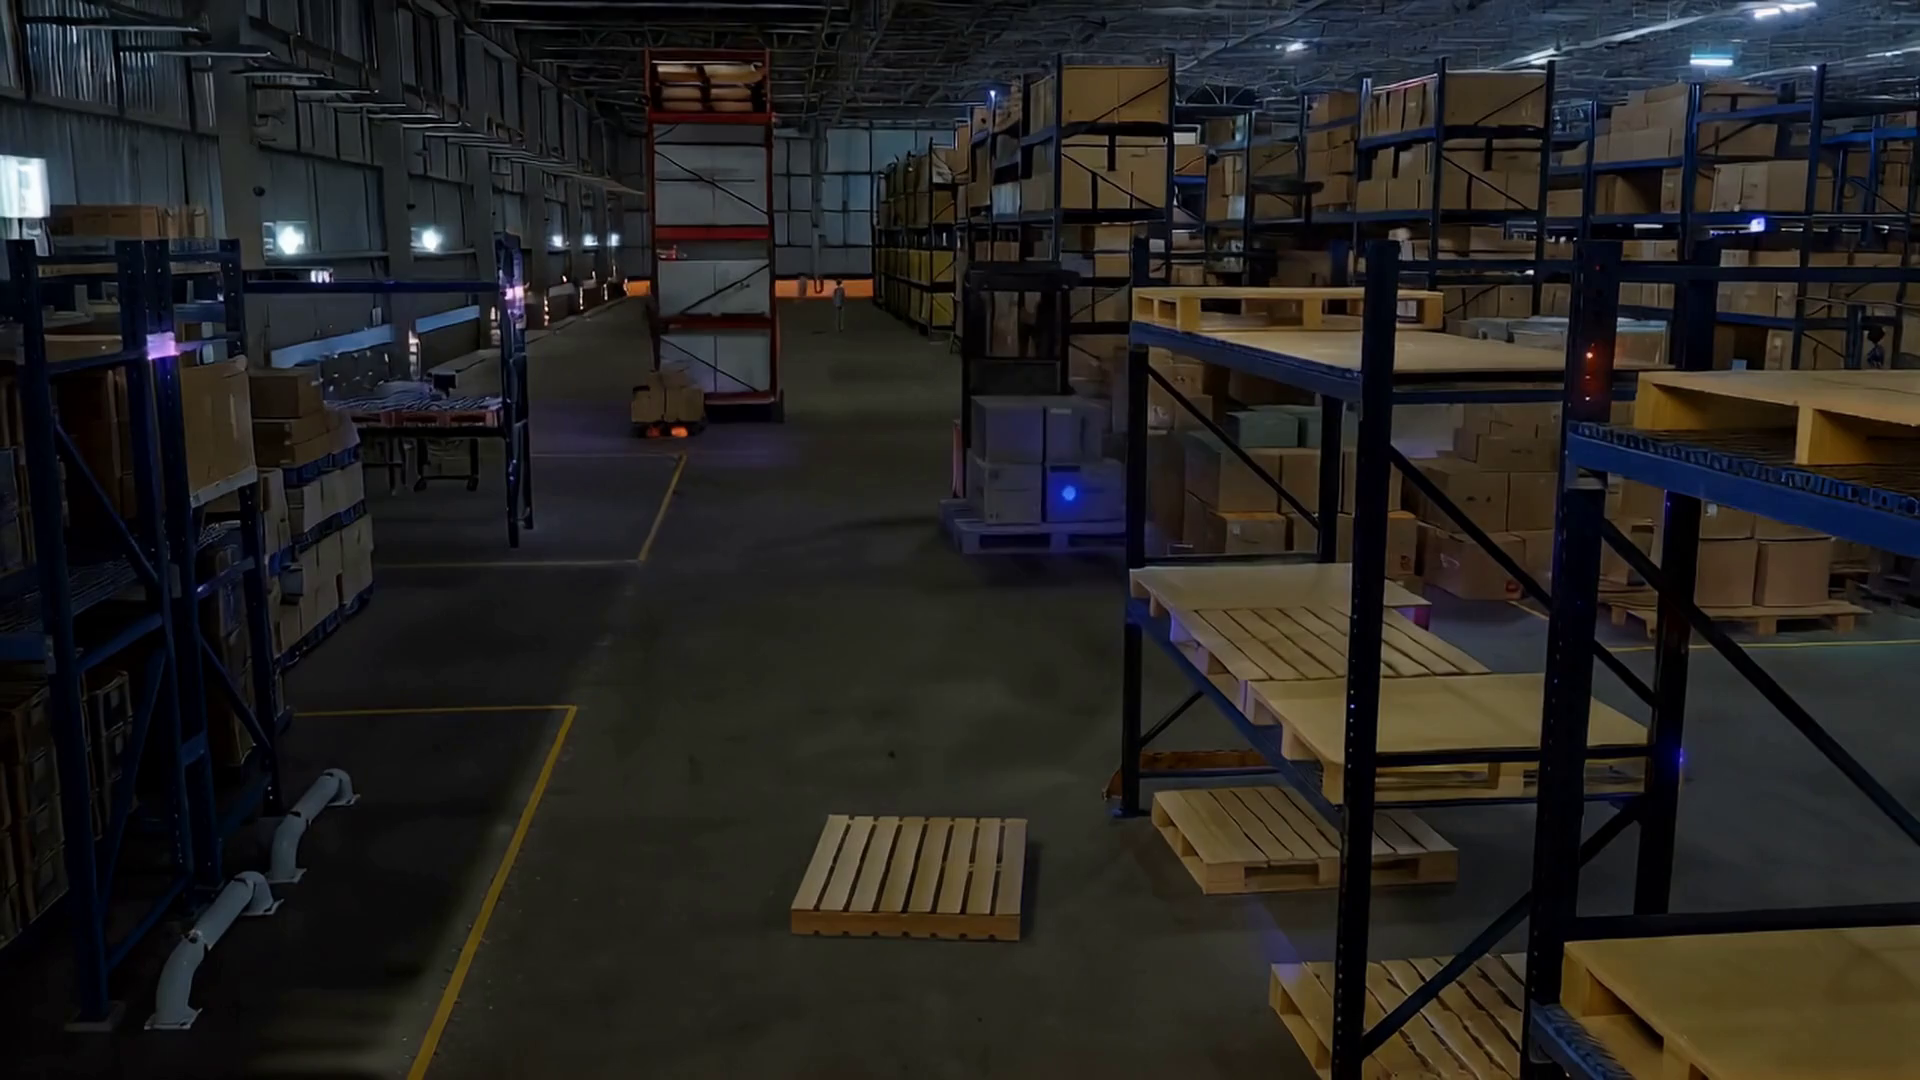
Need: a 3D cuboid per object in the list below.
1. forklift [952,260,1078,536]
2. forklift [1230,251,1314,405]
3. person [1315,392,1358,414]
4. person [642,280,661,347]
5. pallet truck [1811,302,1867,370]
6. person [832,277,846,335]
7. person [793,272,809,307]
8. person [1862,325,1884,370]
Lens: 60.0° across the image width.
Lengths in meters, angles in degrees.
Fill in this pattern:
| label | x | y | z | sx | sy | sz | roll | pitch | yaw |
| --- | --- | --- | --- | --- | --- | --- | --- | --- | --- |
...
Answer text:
| label | x | y | z | sx | sy | sz | roll | pitch | yaw |
| --- | --- | --- | --- | --- | --- | --- | --- | --- | --- |
| forklift | 0.531 | -1.524 | 17.378 | 1.129 | 2.768 | 1.873 | -1 | 10 | -6 |
| forklift | 5.803 | -3.980 | 30.986 | 1.129 | 2.768 | 1.873 | -1 | 10 | -6 |
| person | 3.664 | -0.918 | 16.781 | 0.939 | 1.876 | 0.624 | -4 | 11 | -21 |
| person | -8.707 | -6.414 | 47.173 | 0.590 | 1.907 | 0.446 | -3 | 11 | -17 |
| pallet truck | 15.846 | -3.142 | 28.793 | 1.885 | 1.965 | 0.823 | 2 | 10 | 12 |
| person | -3.899 | -7.541 | 53.599 | 0.429 | 1.844 | 0.627 | -1 | 10 | -6 |
| person | -7.255 | -11.434 | 75.884 | 0.816 | 1.585 | 0.552 | -8 | 13 | -37 |
| person | 14.529 | -2.576 | 26.489 | 0.318 | 1.697 | 0.536 | 3 | 11 | 15 |
